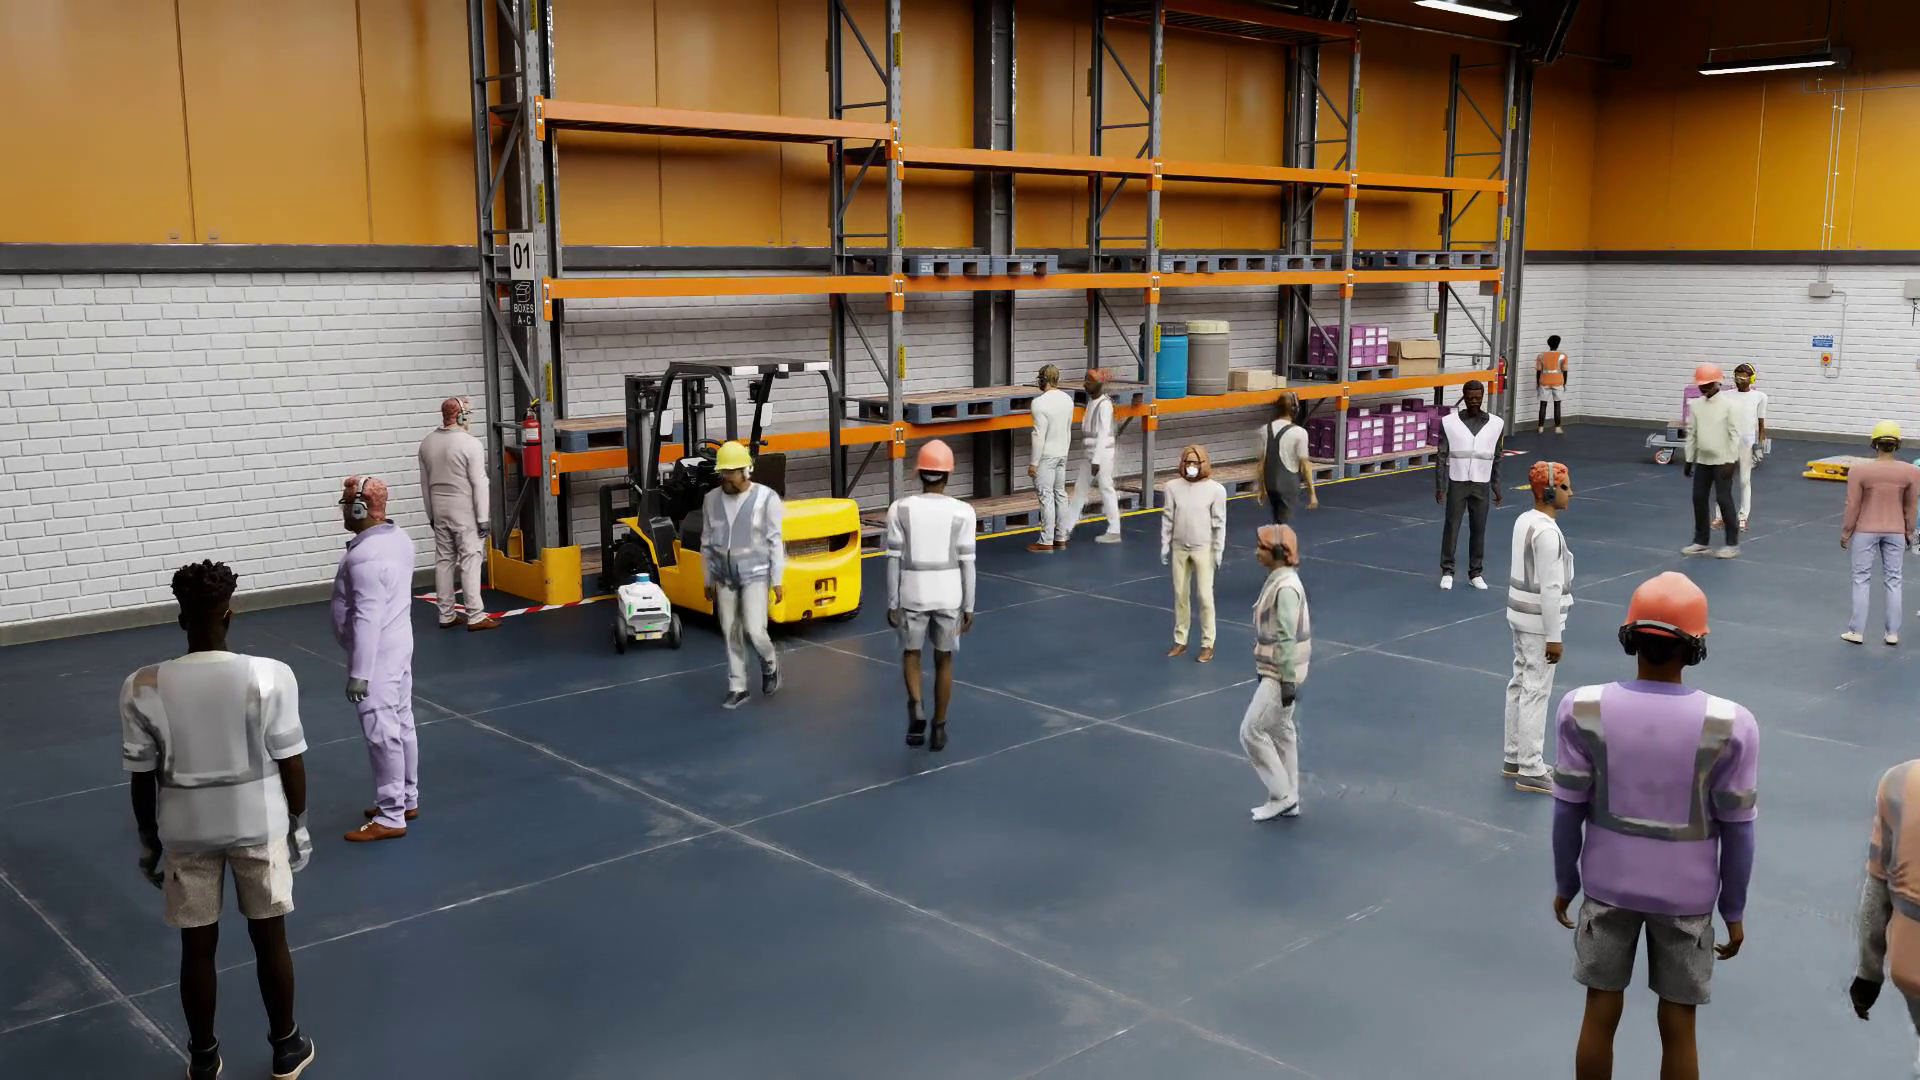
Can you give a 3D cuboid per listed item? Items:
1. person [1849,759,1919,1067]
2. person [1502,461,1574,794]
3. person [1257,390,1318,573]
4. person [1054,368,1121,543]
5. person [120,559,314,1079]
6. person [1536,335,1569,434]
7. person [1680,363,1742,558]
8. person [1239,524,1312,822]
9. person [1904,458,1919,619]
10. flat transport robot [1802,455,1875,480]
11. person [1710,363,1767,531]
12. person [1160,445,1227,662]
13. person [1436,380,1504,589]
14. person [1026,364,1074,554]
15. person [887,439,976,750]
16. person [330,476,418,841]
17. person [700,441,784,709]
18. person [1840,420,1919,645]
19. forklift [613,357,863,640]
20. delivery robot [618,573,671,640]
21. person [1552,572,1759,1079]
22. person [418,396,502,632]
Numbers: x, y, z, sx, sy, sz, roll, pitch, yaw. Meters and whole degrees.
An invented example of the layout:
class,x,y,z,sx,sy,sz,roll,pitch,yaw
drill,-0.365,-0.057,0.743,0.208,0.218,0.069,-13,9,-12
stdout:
class,x,y,z,sx,sy,sz,roll,pitch,yaw
person,2.867,1.276,4.847,0.861,1.890,0.584,-3,10,-17
person,3.305,0.490,9.473,0.355,1.882,0.576,0,10,3
person,3.005,-0.447,15.118,0.531,1.829,0.525,-7,12,-37
person,1.323,-0.876,17.568,0.860,1.848,0.611,-2,10,-13
person,-2.664,1.041,6.022,0.602,1.959,0.371,-3,10,-17
person,10.110,-2.653,28.417,0.540,1.695,0.317,5,11,27
person,7.596,-0.803,16.795,0.533,1.966,0.676,-4,10,-22
person,1.668,0.719,8.882,0.404,1.622,0.548,1,10,6
person,8.114,-0.150,13.788,0.538,1.685,0.360,1,10,8
flat transport robot,12.205,-0.994,22.873,1.431,0.197,0.652,-9,13,-42
person,8.626,-1.027,18.421,0.521,1.861,0.328,7,12,37
person,1.754,0.094,12.536,0.501,1.635,0.313,6,11,32
person,4.644,-0.505,15.194,0.597,1.917,0.379,1,10,5
person,0.912,-0.832,17.046,0.365,1.939,0.636,7,12,36
person,-0.174,0.357,10.111,0.554,1.927,0.523,0,10,1
person,-3.065,0.611,8.692,0.407,1.910,0.638,0,10,-2
person,-1.465,0.235,11.153,0.615,1.815,0.436,3,10,19
person,7.184,-0.058,13.021,0.533,1.767,0.327,2,10,12
forklift,-1.847,-0.414,13.852,1.214,2.155,2.313,-9,13,-42
delivery robot,-2.470,0.504,12.999,0.477,0.478,0.707,-3,10,-17
person,2.215,1.112,5.364,0.606,2.044,0.373,5,11,27
person,-4.061,-0.213,13.516,0.642,1.909,0.399,5,11,26
